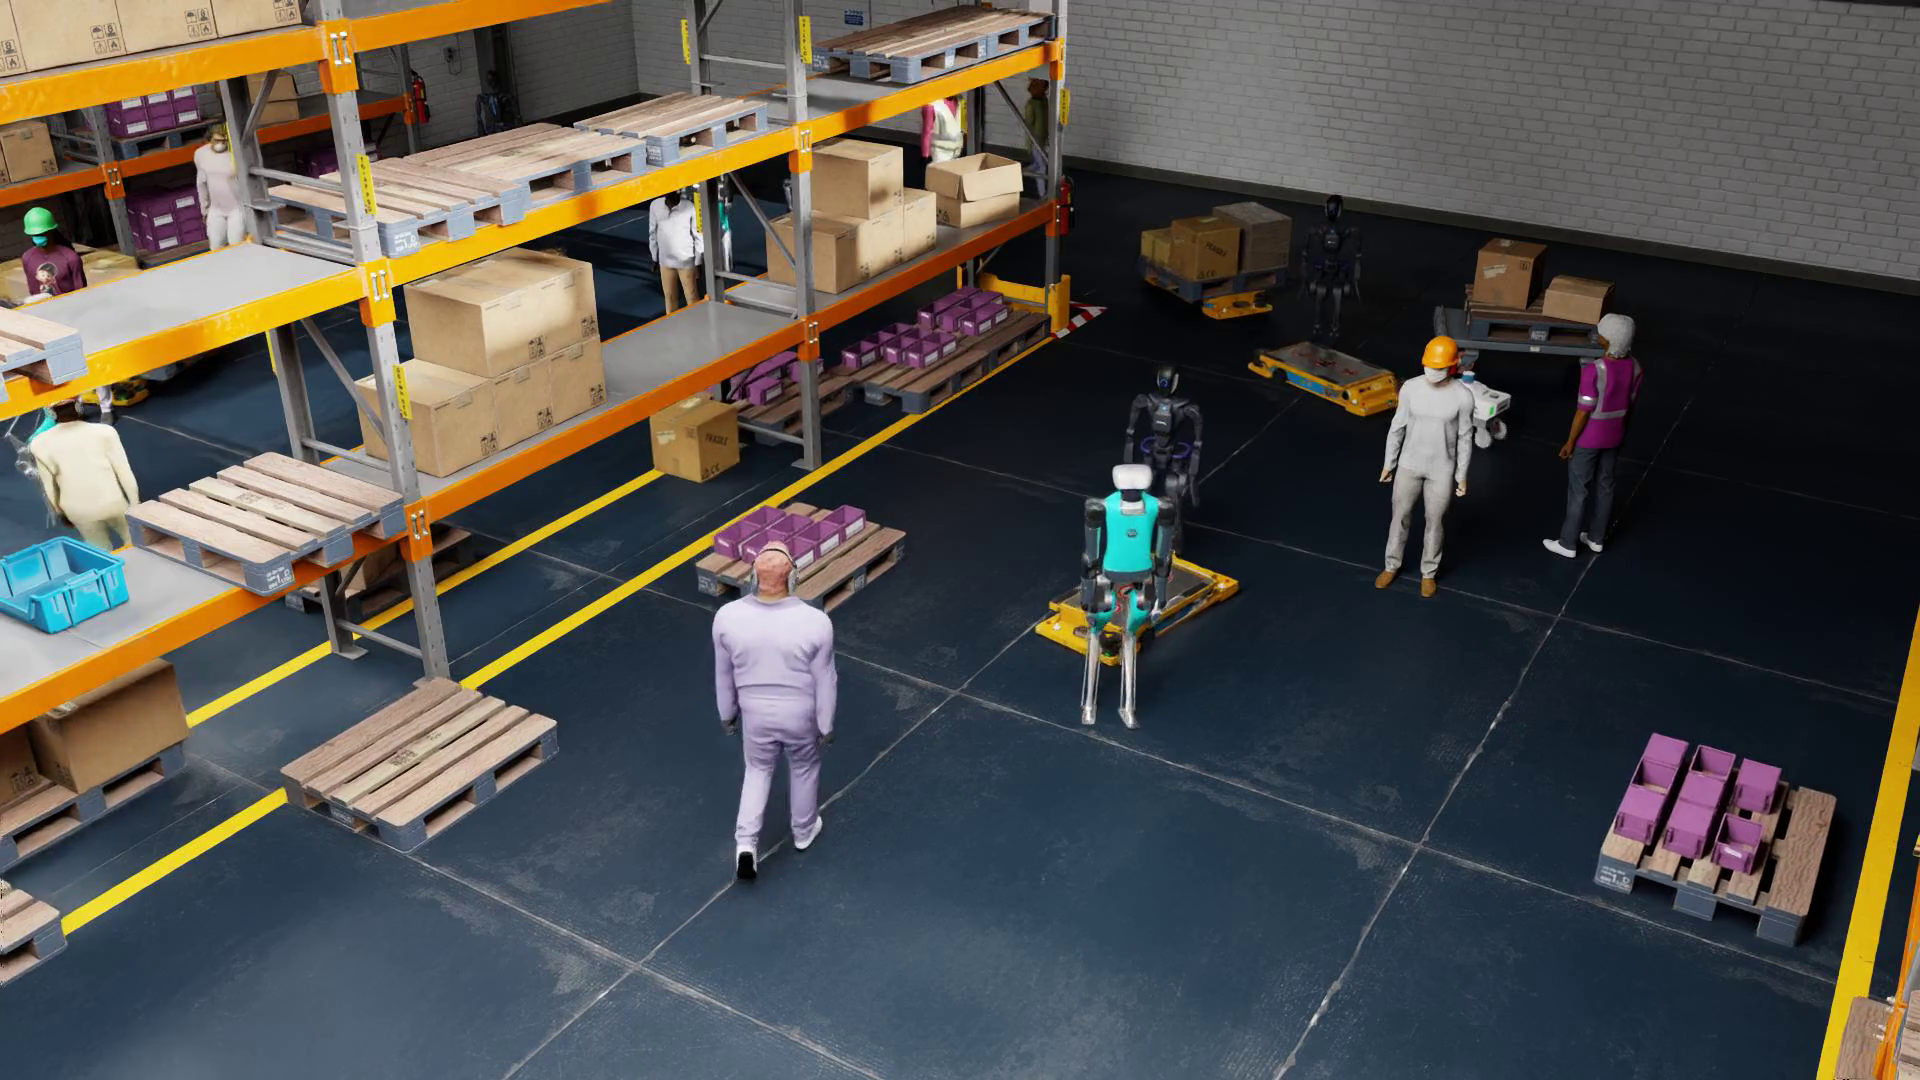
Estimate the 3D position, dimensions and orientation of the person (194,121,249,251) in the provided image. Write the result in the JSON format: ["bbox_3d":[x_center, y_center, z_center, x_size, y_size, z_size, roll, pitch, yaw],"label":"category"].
[{"bbox_3d":[-7.451,-3.385,17.069,0.658,1.904,0.519,6,28,12],"label":"person"}]

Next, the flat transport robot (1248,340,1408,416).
[{"bbox_3d":[3.364,-1.487,15.129,0.659,0.231,1.431,-18,32,-31],"label":"flat transport robot"}]

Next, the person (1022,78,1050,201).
[{"bbox_3d":[0.904,-4.887,20.343,0.691,1.609,0.504,13,30,24],"label":"person"}]

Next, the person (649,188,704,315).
[{"bbox_3d":[-2.698,-2.677,15.830,0.566,1.751,0.328,8,28,16],"label":"person"}]

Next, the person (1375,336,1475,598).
[{"bbox_3d":[3.192,-0.502,11.394,0.581,1.893,0.374,11,29,21],"label":"person"}]

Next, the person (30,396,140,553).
[{"bbox_3d":[-5.753,-0.255,11.078,0.575,1.726,0.379,-6,27,-11],"label":"person"}]

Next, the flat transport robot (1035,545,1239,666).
[{"bbox_3d":[1.227,0.422,11.366,0.659,0.231,1.431,23,35,38],"label":"flat transport robot"}]

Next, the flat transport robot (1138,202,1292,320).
[{"bbox_3d":[2.591,-2.628,17.376,0.659,0.231,1.431,-12,29,-22],"label":"flat transport robot"}]

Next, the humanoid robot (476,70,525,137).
[{"bbox_3d":[-5.574,-4.908,20.328,0.616,1.638,0.587,0,27,0],"label":"humanoid robot"}]

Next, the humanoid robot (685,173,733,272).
[{"bbox_3d":[-2.677,-3.705,17.983,0.547,1.851,0.814,2,27,4],"label":"humanoid robot"}]

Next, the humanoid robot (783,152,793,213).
[{"bbox_3d":[-1.510,-3.160,16.878,0.473,1.645,0.614,17,31,30],"label":"humanoid robot"}]

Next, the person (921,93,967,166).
[{"bbox_3d":[-0.078,-4.510,19.384,0.817,1.808,0.646,24,36,39],"label":"person"}]

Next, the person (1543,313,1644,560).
[{"bbox_3d":[4.559,-0.740,11.913,0.522,1.844,0.333,-9,28,-17],"label":"person"}]

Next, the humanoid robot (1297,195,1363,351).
[{"bbox_3d":[3.431,-2.389,15.356,0.608,1.638,0.384,7,28,14],"label":"humanoid robot"}]

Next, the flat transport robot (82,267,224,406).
[{"bbox_3d":[-7.537,-1.582,15.316,0.659,0.231,1.431,4,27,8],"label":"flat transport robot"}]

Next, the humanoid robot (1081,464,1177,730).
[{"bbox_3d":[0.960,0.297,9.987,0.530,1.793,0.650,-2,27,-3],"label":"humanoid robot"}]

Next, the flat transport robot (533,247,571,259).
[{"bbox_3d":[-4.758,-2.847,17.809,1.431,0.231,0.659,-20,33,-34],"label":"flat transport robot"}]

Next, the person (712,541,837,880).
[{"bbox_3d":[-0.953,0.911,8.625,0.651,1.883,0.701,4,27,8],"label":"person"}]

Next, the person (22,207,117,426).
[{"bbox_3d":[-7.534,-1.862,14.027,0.481,1.944,0.432,0,27,0],"label":"person"}]

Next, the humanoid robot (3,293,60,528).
[{"bbox_3d":[-6.875,-0.857,12.398,0.740,1.910,0.551,-22,34,-36],"label":"humanoid robot"}]

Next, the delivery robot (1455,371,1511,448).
[{"bbox_3d":[4.262,-1.141,14.152,0.802,0.614,0.499,24,35,39],"label":"delivery robot"}]

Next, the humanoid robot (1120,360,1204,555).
[{"bbox_3d":[1.418,-0.502,11.632,0.589,1.642,0.377,10,28,18],"label":"humanoid robot"}]
